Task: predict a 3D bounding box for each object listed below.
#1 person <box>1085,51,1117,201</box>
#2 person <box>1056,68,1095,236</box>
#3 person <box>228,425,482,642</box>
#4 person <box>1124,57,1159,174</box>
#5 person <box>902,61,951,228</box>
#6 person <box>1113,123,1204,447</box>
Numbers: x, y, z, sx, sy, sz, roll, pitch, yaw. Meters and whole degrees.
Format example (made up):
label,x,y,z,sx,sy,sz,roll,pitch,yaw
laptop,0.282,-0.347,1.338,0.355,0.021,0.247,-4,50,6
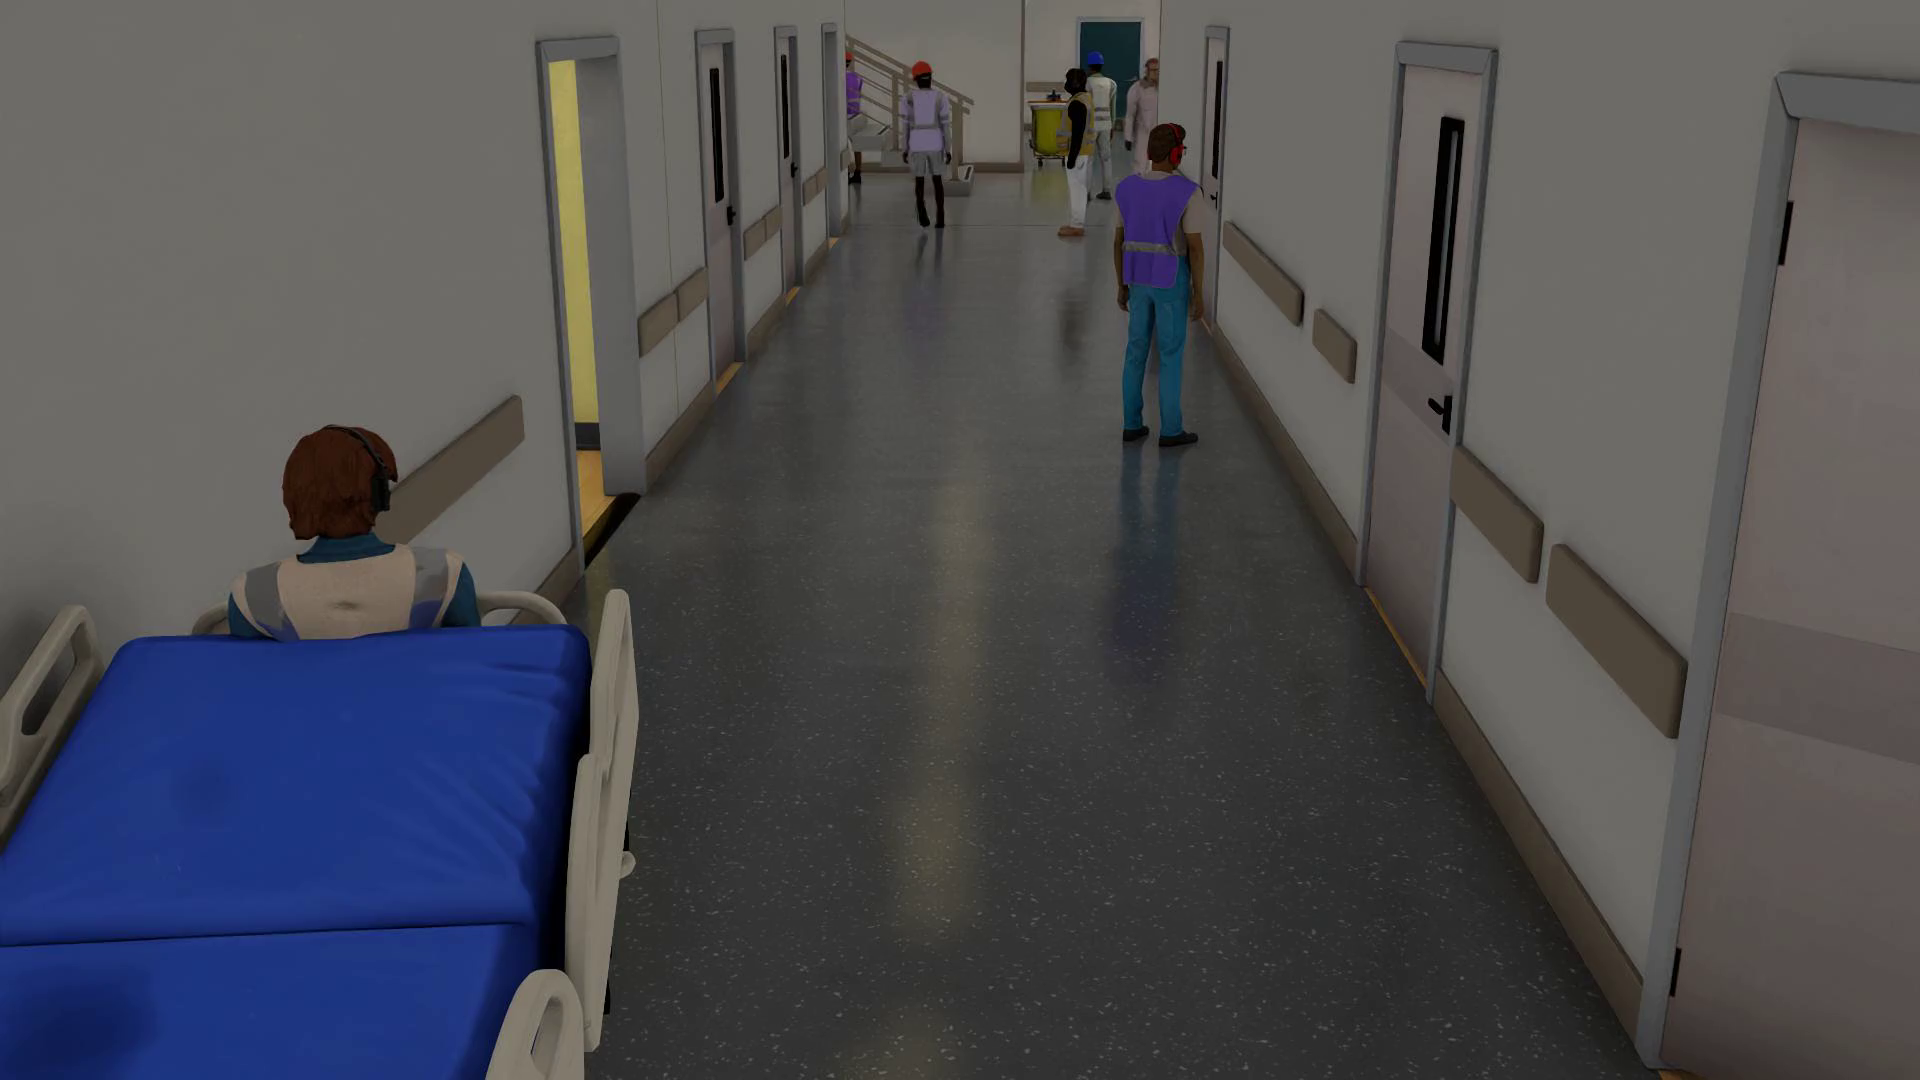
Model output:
label,x,y,z,sx,sy,sz,roll,pitch,yaw
person,1.796,-5.507,22.179,0.602,1.938,0.419,-8,19,-24
person,1.287,-4.346,18.680,0.429,1.844,0.624,3,18,9
person,-1.254,0.556,3.604,0.512,1.638,0.312,-5,18,-16
person,2.405,-5.100,20.983,0.662,1.902,0.408,-6,19,-18
person,-0.388,-4.537,19.167,0.580,1.909,0.653,1,18,2
person,1.138,-1.452,9.576,0.570,1.845,0.380,13,22,35
